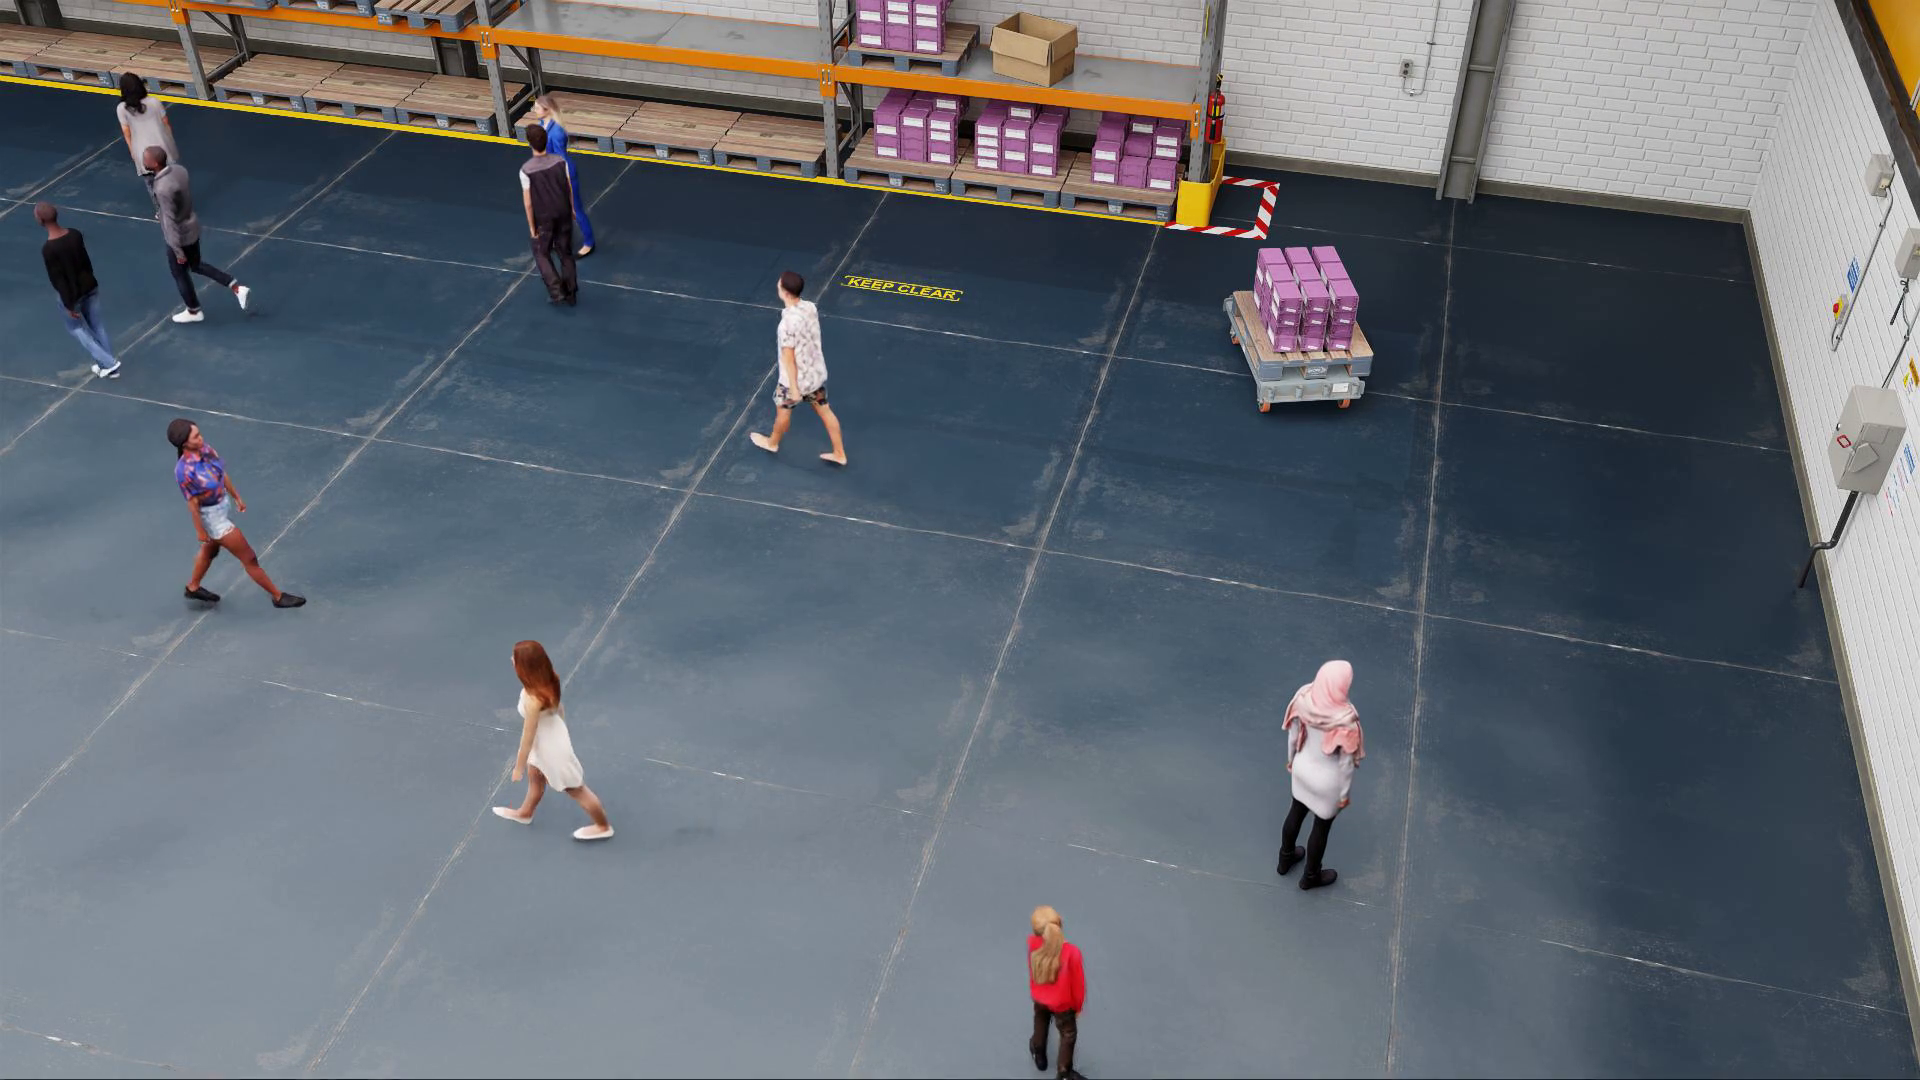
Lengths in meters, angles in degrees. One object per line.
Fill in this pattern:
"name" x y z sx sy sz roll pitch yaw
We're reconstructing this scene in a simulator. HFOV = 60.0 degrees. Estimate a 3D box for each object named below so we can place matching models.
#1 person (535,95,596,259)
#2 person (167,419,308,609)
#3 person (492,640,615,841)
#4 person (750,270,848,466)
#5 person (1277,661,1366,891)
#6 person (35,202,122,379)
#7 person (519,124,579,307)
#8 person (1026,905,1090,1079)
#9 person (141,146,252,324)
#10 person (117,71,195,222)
"person" -3.931 -3.647 16.643 0.864 1.690 0.808 -31 48 -33
"person" -5.569 -0.147 12.256 1.227 1.695 0.813 0 39 0
"person" -2.471 1.310 10.447 1.095 1.675 0.758 -1 39 -1
"person" -1.216 -1.349 13.701 1.190 1.771 0.879 20 43 23
"person" 2.198 1.439 10.185 0.797 1.803 0.712 -27 46 -29
"person" -7.769 -2.182 14.771 0.702 1.738 0.647 15 41 18
"person" -3.821 -3.014 15.731 0.814 1.839 0.872 -21 43 -24
"person" 0.542 2.555 9.220 0.554 1.262 0.768 30 48 32
"person" -7.181 -2.847 15.556 1.076 1.797 0.870 0 39 -1
"person" -8.376 -4.077 17.245 0.769 1.611 0.827 -21 43 -24
